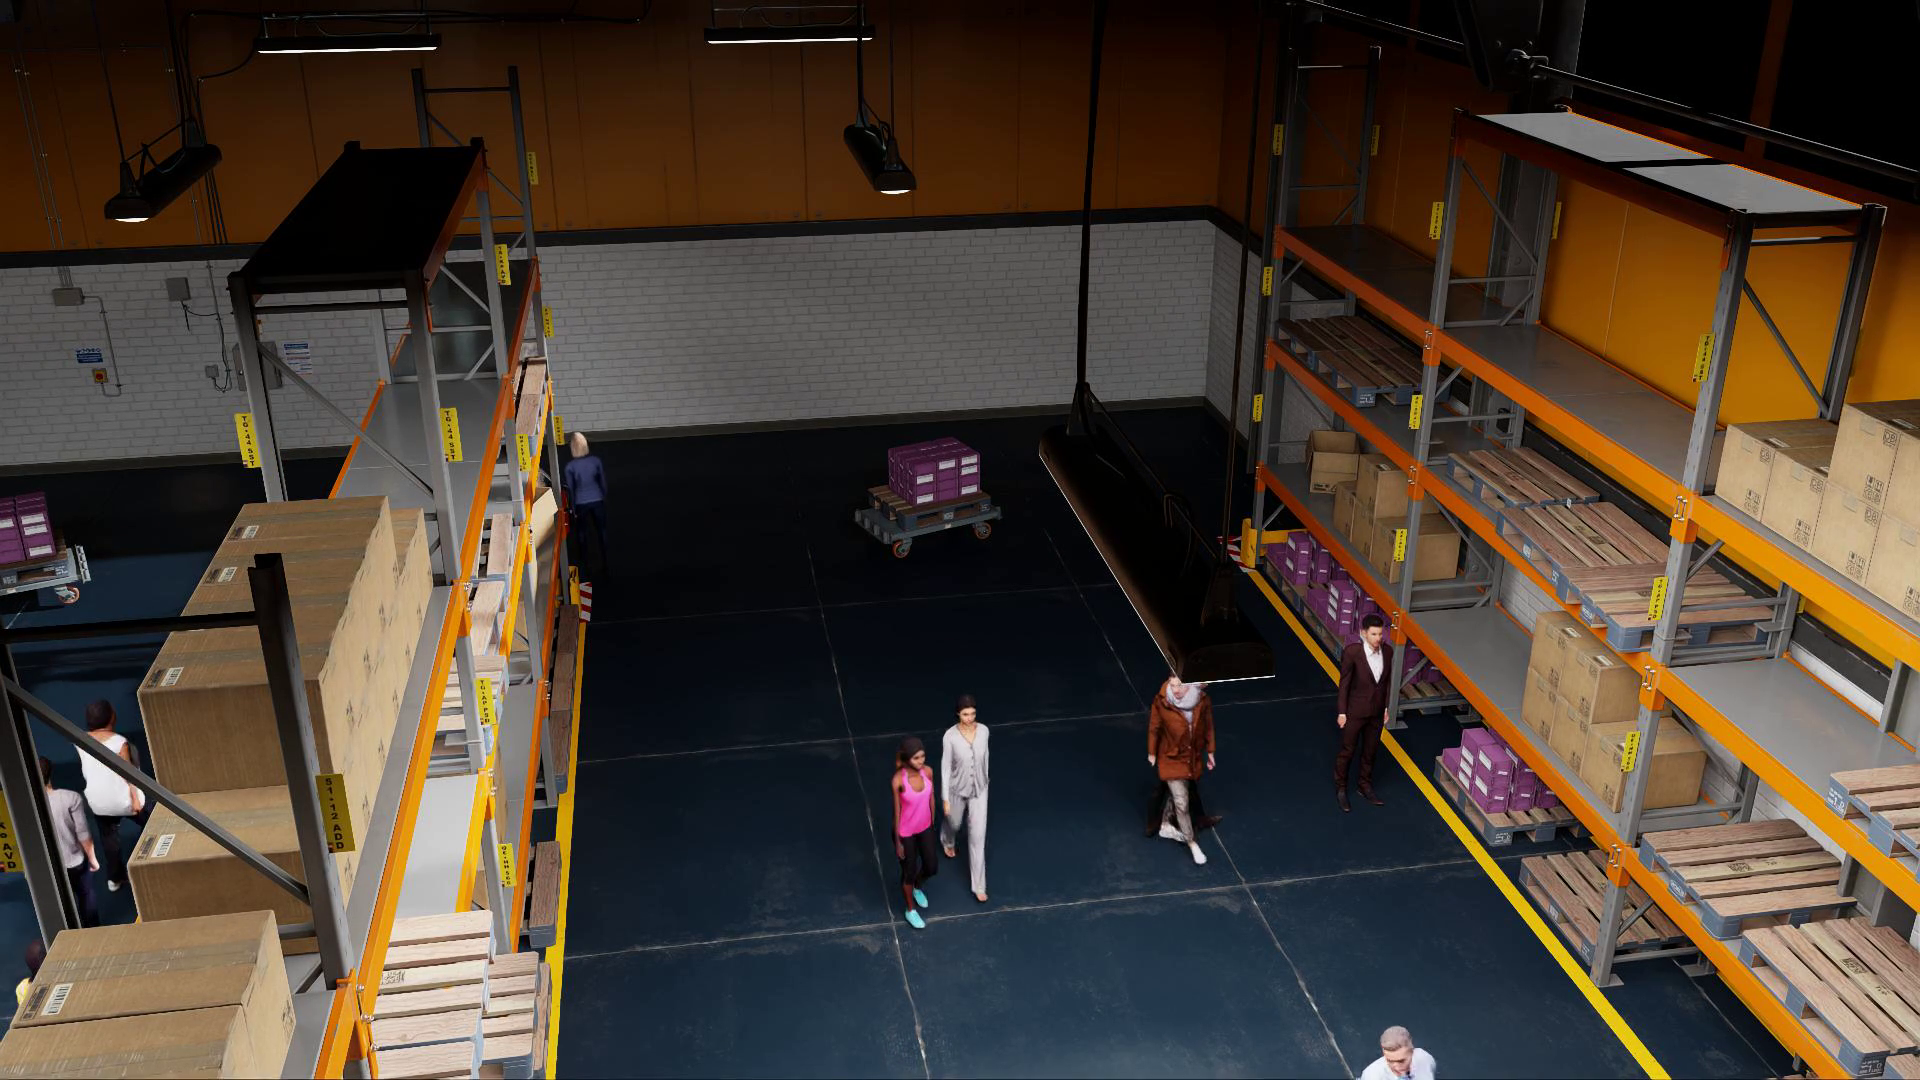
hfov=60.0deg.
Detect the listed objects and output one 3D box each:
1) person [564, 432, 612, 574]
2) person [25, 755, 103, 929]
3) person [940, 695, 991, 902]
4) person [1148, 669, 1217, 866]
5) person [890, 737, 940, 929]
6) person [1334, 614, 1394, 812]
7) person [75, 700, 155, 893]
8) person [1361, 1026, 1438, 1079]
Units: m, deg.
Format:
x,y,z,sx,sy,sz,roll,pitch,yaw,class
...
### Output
x,y,z,sx,sy,sz,roll,pitch,yaw,class
-4.335,-0.430,19.528,0.781,1.719,1.088,-10,25,-21,person
-6.887,2.502,12.704,0.822,1.813,1.160,-10,25,-21,person
0.003,2.042,13.858,0.726,1.731,1.167,-7,25,-16,person
1.830,1.841,14.230,0.893,1.801,1.027,-17,29,-34,person
-0.423,2.292,13.304,0.641,1.715,0.718,-12,26,-26,person
3.616,1.511,14.903,0.703,1.866,0.635,-7,25,-15,person
-7.014,2.132,13.744,0.902,1.658,1.121,5,24,11,person
2.629,3.627,10.159,0.887,1.789,1.030,-14,27,-29,person
